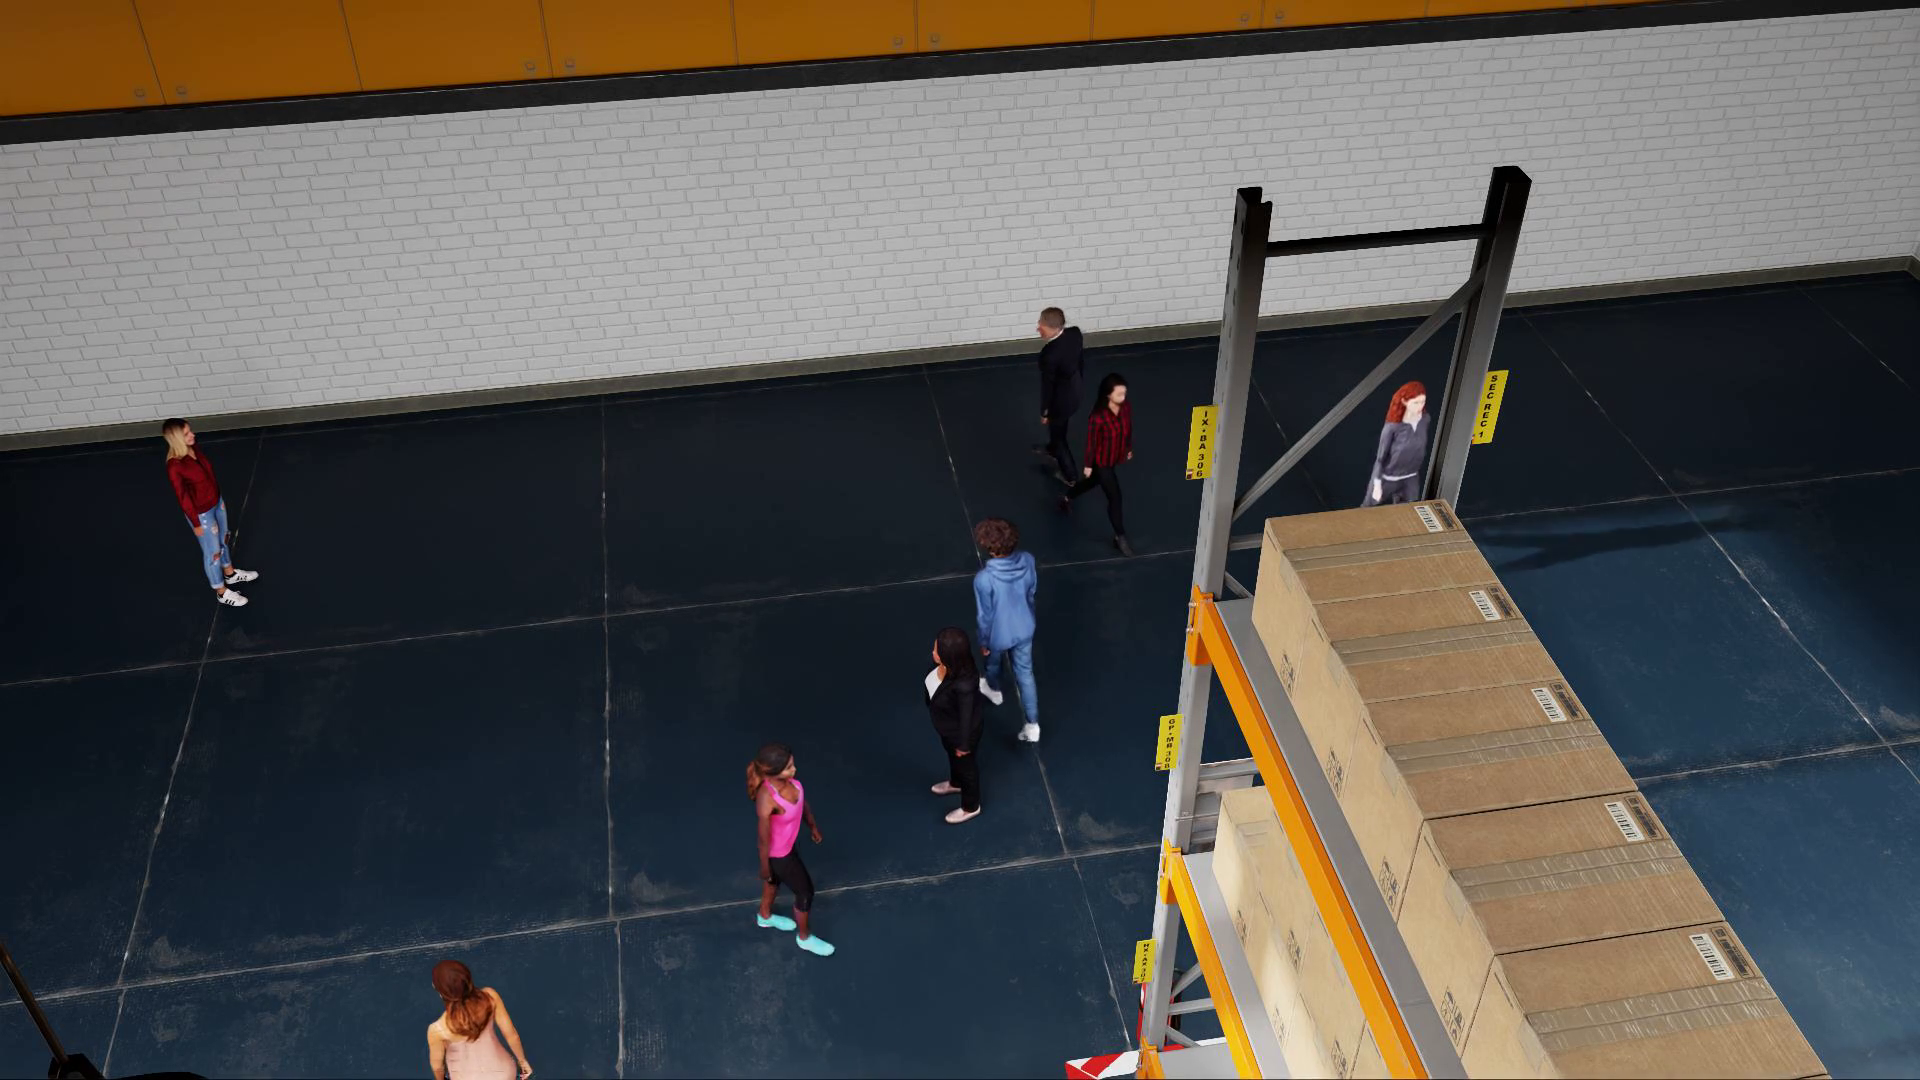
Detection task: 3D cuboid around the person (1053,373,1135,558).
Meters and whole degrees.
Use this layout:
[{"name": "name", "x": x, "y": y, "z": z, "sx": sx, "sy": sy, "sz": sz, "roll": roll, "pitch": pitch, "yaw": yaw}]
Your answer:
[{"name": "person", "x": 1.081, "y": -0.670, "z": 13.247, "sx": 1.158, "sy": 1.612, "sz": 1.019, "roll": 29, "pitch": 47, "yaw": 31}]

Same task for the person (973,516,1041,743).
[{"name": "person", "x": 0.362, "y": 0.652, "z": 11.468, "sx": 0.908, "sy": 1.767, "sz": 1.198, "roll": -17, "pitch": 41, "yaw": -20}]

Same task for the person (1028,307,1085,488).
[{"name": "person", "x": 0.866, "y": -1.160, "z": 13.740, "sx": 0.979, "sy": 1.763, "sz": 1.041, "roll": -30, "pitch": 47, "yaw": -32}]

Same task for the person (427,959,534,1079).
[{"name": "person", "x": -2.403, "y": 2.896, "z": 8.654, "sx": 1.164, "sy": 1.772, "sz": 1.059, "roll": 28, "pitch": 46, "yaw": 30}]

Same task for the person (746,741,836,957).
[{"name": "person", "x": -1.171, "y": 1.823, "z": 10.054, "sx": 0.801, "sy": 1.702, "sz": 0.815, "roll": 8, "pitch": 39, "yaw": 10}]

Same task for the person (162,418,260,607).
[{"name": "person", "x": -5.766, "y": -0.242, "z": 12.694, "sx": 0.688, "sy": 1.635, "sz": 0.512, "roll": -1, "pitch": 39, "yaw": -2}]

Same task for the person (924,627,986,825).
[{"name": "person", "x": -0.012, "y": 1.183, "z": 10.925, "sx": 0.743, "sy": 1.614, "sz": 0.621, "roll": -14, "pitch": 41, "yaw": -16}]

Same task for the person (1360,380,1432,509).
[{"name": "person", "x": 3.332, "y": -0.505, "z": 12.953, "sx": 0.708, "sy": 1.723, "sz": 1.175, "roll": -11, "pitch": 40, "yaw": -13}]
